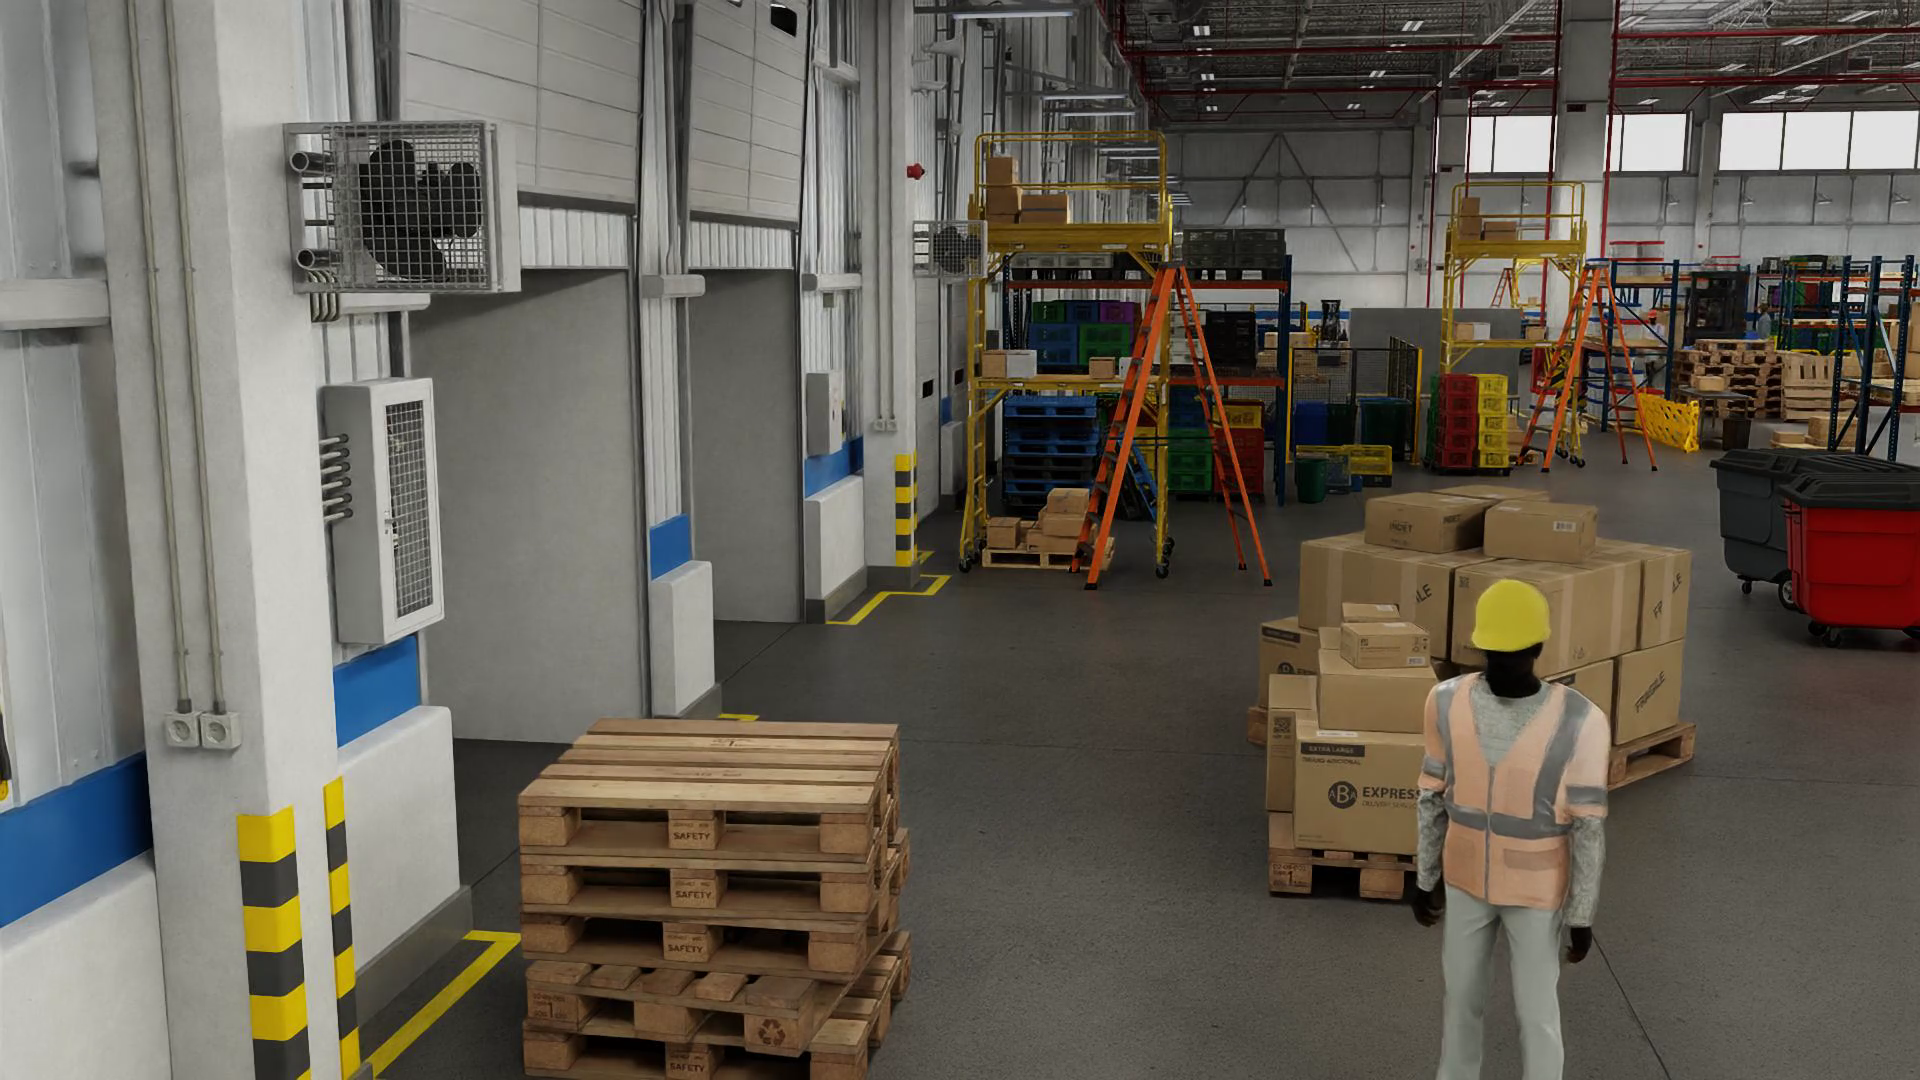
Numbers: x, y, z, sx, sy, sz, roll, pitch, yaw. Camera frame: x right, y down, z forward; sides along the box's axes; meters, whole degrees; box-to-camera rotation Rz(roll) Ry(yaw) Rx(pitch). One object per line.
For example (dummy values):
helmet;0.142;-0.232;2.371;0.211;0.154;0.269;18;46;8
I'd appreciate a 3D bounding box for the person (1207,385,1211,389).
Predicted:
person;5.192;-3.651;35.128;0.316;1.632;0.525;-5;11;-29

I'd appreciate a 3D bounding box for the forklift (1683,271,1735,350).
forklift;17.391;-4.840;38.619;1.129;2.768;1.873;4;10;24

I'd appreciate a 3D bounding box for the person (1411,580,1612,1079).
person;1.691;1.063;5.177;0.591;1.918;0.395;8;12;40

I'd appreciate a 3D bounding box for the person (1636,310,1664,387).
person;16.463;-4.541;39.784;0.842;1.907;0.550;-9;13;-44

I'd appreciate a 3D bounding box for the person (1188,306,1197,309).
person;6.212;-5.353;44.714;0.544;1.930;0.389;-5;11;-29

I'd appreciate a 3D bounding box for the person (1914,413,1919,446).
person;15.696;-2.369;26.895;0.319;1.739;0.485;9;13;43

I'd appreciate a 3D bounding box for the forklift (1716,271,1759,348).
forklift;22.098;-6.311;47.686;1.873;2.768;1.129;-3;10;-17

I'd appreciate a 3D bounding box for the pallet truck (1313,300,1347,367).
pallet truck;11.159;-6.200;49.718;0.823;1.965;1.885;4;10;26

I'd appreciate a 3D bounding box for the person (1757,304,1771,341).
person;22.207;-5.563;45.999;0.357;1.931;0.628;4;10;22
